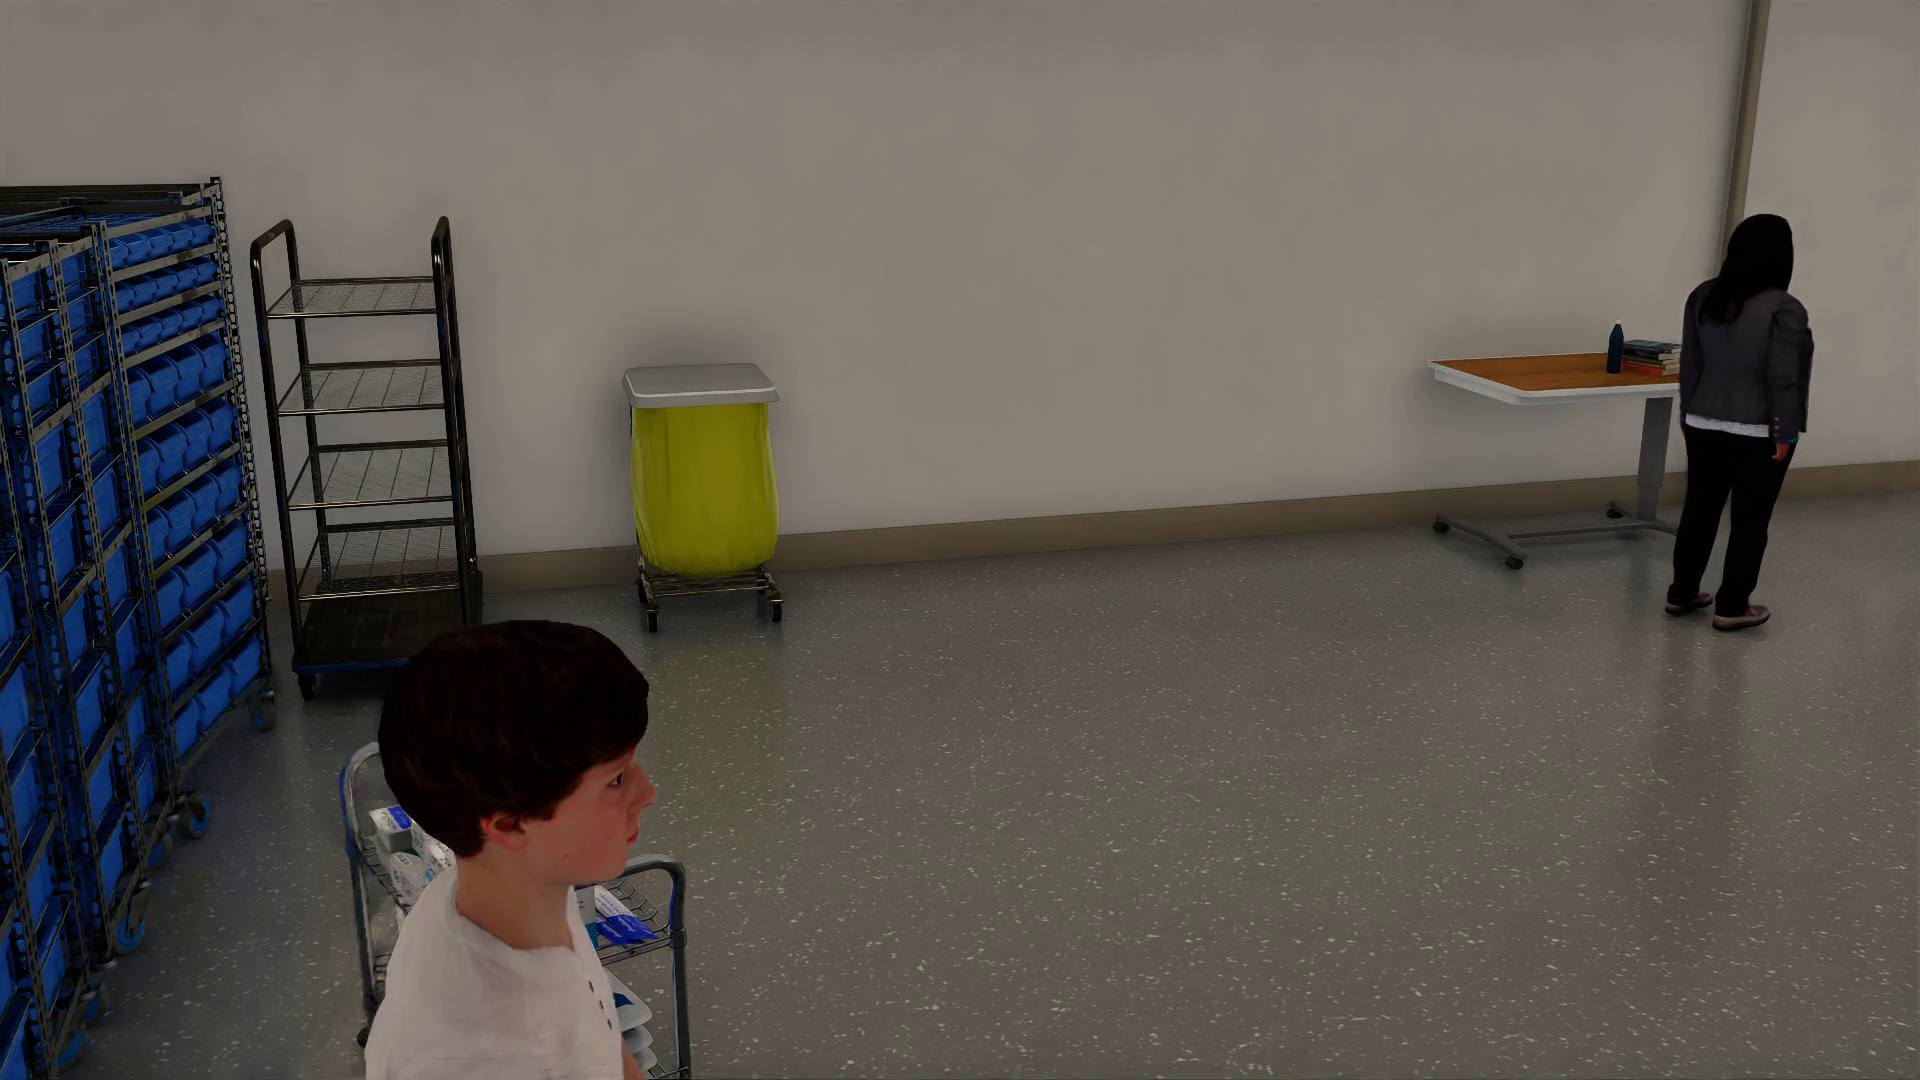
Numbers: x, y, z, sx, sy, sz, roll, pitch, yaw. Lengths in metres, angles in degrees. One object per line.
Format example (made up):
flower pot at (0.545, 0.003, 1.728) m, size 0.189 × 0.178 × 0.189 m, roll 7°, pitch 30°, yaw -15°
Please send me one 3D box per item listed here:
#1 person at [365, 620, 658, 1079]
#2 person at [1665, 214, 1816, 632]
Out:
person at (-0.513, 0.878, 1.685) m, size 1.104 × 1.614 × 0.578 m, roll -4°, pitch 16°, yaw -13°
person at (2.998, -0.445, 6.410) m, size 0.725 × 1.595 × 0.726 m, roll -8°, pitch 18°, yaw -26°
